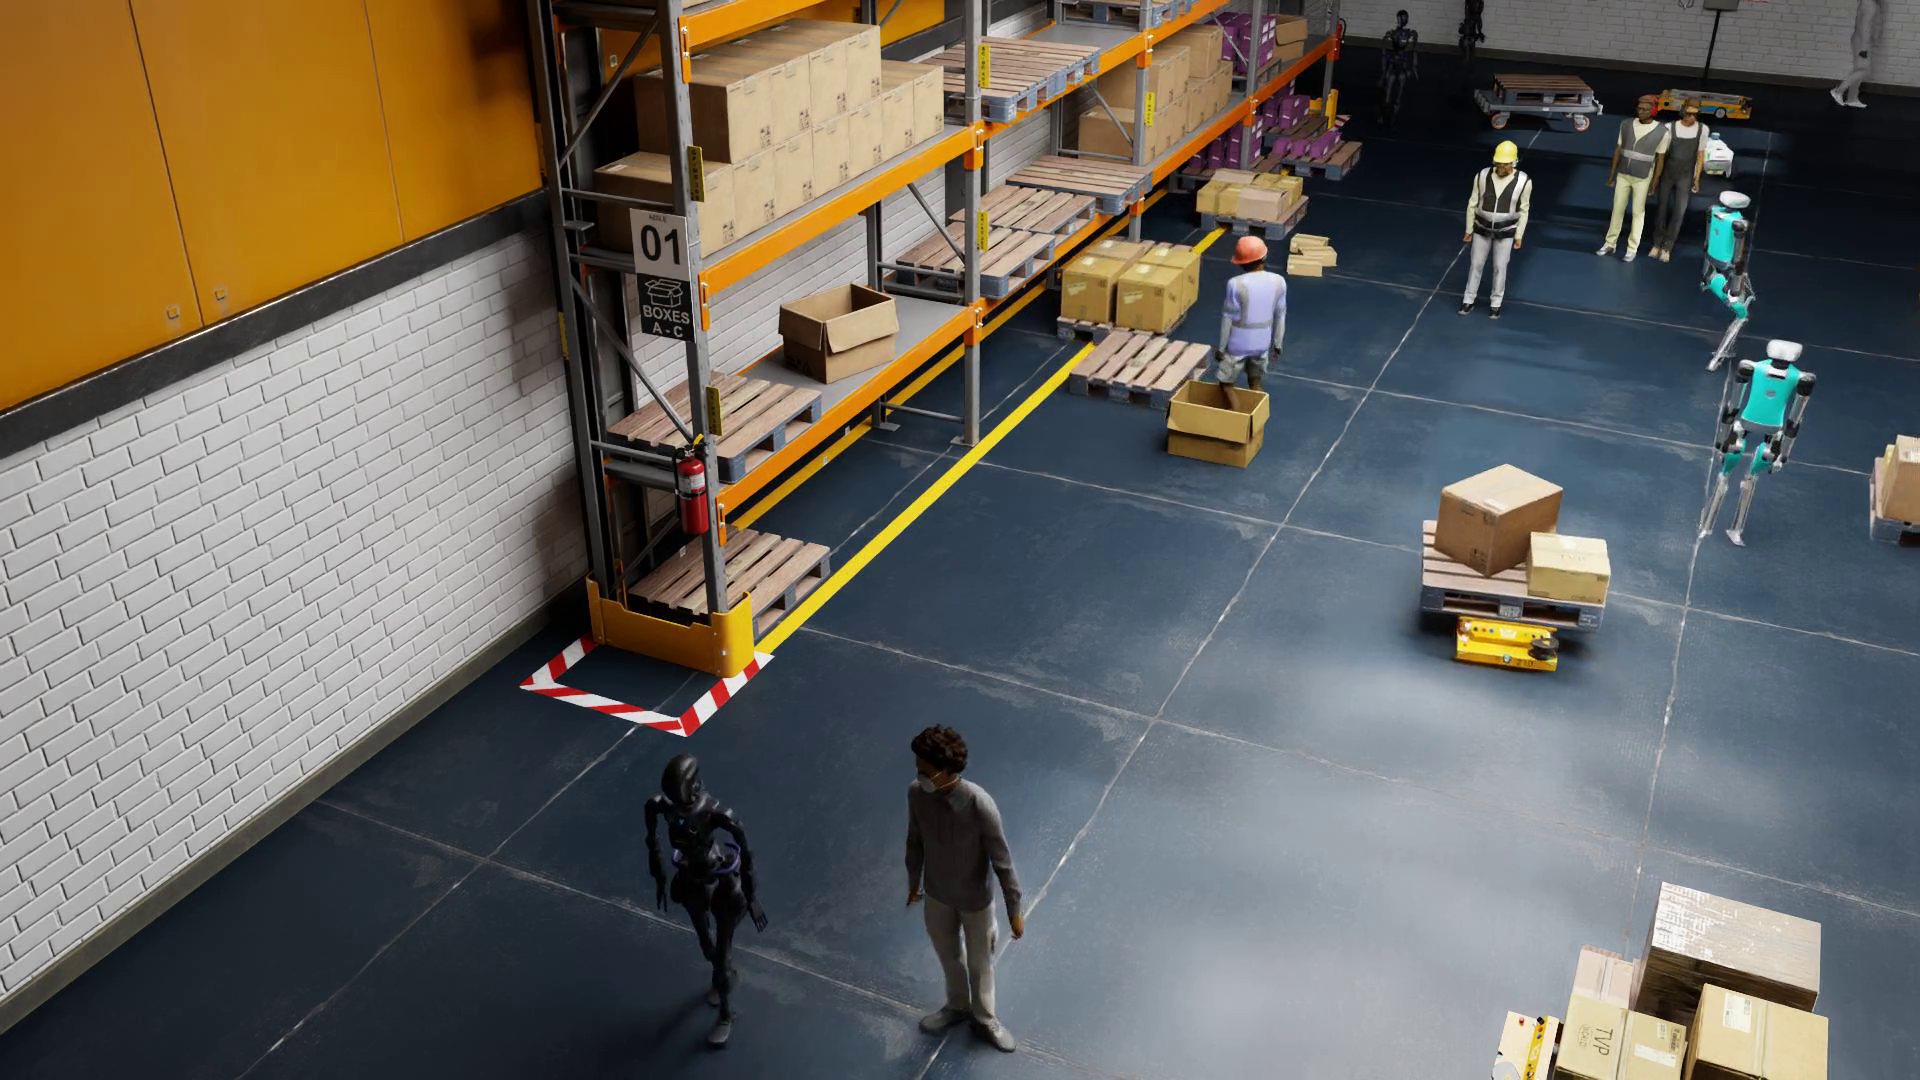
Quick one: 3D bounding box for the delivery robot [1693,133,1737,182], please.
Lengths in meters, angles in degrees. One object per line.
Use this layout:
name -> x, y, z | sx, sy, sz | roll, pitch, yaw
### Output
delivery robot -> 9.804, -4.986, 21.692 | 0.510, 0.614, 0.785 | 3, 28, 6

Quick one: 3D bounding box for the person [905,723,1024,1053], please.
person -> 0.022, 1.670, 7.935 | 0.630, 1.882, 0.409 | 16, 32, 27

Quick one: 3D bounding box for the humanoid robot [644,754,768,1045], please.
humanoid robot -> -1.229, 1.689, 8.128 | 0.616, 1.627, 0.546 | 9, 30, 16

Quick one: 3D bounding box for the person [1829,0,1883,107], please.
person -> 13.404, -7.356, 24.661 | 0.472, 1.897, 0.660 | 12, 31, 21

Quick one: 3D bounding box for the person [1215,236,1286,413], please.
person -> 2.478, -1.664, 14.086 | 0.638, 1.903, 0.531 | -9, 30, -16

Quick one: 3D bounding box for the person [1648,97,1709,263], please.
person -> 7.953, -4.005, 18.507 | 0.566, 1.826, 0.496 | 8, 29, 14

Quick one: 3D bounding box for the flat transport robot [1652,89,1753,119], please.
flat transport robot -> 11.016, -6.498, 24.777 | 1.431, 0.231, 0.659 | 13, 31, 22

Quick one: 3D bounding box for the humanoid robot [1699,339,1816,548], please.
humanoid robot -> 6.009, -0.738, 12.574 | 0.551, 1.802, 0.734 | 13, 31, 22

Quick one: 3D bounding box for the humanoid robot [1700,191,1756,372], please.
humanoid robot -> 7.371, -2.444, 15.709 | 0.878, 1.773, 0.590 | -6, 29, -11

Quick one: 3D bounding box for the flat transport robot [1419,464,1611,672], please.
flat transport robot -> 3.885, 0.459, 11.878 | 0.659, 0.231, 1.431 | 7, 29, 13

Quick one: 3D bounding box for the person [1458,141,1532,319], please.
person -> 5.441, -3.156, 16.935 | 0.602, 1.828, 0.404 | 13, 31, 22

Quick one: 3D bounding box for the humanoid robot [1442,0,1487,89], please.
humanoid robot -> 7.893, -7.877, 25.860 | 0.477, 1.645, 0.600 | 22, 35, 34

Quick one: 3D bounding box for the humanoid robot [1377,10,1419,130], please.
humanoid robot -> 6.226, -6.669, 23.610 | 0.602, 1.654, 0.332 | -5, 29, -10

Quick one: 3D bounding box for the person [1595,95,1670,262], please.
person -> 7.537, -4.049, 18.574 | 0.379, 1.844, 0.568 | -25, 37, -38

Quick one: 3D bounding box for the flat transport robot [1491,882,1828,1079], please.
flat transport robot -> 3.262, 2.645, 7.824 | 1.431, 0.231, 0.659 | 13, 31, 22
